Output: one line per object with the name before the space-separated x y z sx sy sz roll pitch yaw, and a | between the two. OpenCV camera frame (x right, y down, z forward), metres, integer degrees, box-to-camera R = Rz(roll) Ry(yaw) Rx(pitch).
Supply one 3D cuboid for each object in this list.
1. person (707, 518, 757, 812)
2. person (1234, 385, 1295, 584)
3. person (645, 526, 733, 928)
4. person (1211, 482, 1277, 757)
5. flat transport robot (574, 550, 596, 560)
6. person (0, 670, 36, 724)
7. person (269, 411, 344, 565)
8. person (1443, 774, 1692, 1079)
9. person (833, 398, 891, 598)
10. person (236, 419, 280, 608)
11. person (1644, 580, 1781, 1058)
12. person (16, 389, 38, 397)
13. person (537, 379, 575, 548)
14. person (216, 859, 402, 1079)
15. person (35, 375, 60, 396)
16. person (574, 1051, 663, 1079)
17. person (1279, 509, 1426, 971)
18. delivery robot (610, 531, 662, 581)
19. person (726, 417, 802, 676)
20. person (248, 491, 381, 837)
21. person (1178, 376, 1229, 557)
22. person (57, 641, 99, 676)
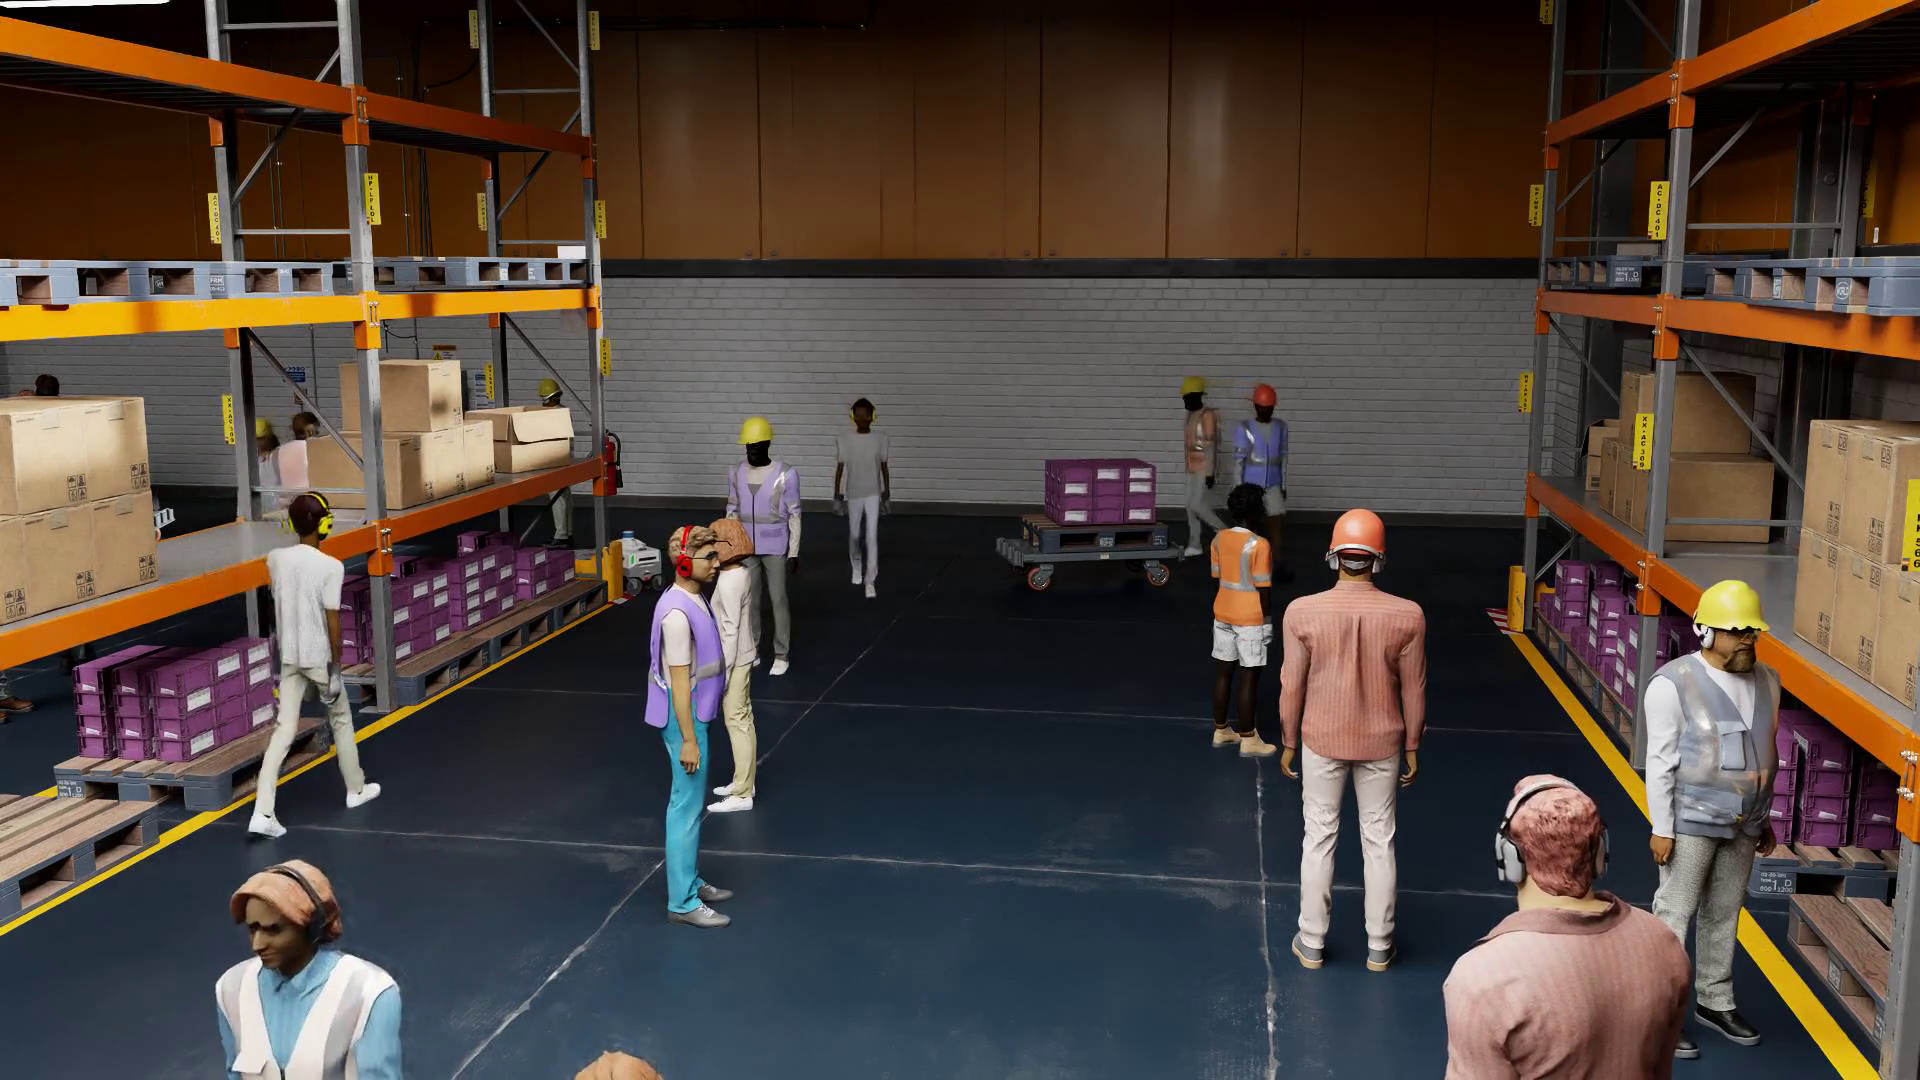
person | -1.274 0.689 9.250 0.281 1.633 0.500 0 9 -1
person | 2.909 -0.517 15.877 0.576 1.893 0.935 -1 9 -9
person | -1.248 0.843 7.646 0.369 1.843 0.574 -1 9 -4
person | 1.754 0.489 10.291 0.318 1.697 0.535 -5 11 -29
flat transport robot | -3.813 0.245 16.177 1.431 0.197 0.652 -2 10 -13
person | -6.484 0.246 11.048 0.372 1.940 0.632 0 9 3
person | -5.420 -0.147 13.823 0.640 1.827 0.506 2 9 13
person | 1.274 1.456 3.691 0.646 1.904 0.401 -5 10 -26
person | -0.913 -0.429 15.551 0.535 1.836 0.934 -1 9 -5
person | -6.099 -0.211 14.610 0.514 1.692 0.896 2 9 11
person | 2.896 1.055 6.381 0.590 1.833 0.404 -3 10 -20
person | -8.565 -0.444 15.400 0.641 1.908 0.407 -7 12 -37
person | -4.390 -0.831 18.029 0.403 1.826 0.595 0 9 3
person | -1.542 1.534 4.136 0.513 1.604 0.796 2 9 9
person | -10.105 -0.919 18.531 0.429 1.844 0.622 0 9 0
person | -0.616 1.714 3.067 0.521 1.592 0.780 -1 9 -6
person | 1.668 0.857 7.104 0.612 1.995 0.382 1 9 8
delivery robot | -3.093 0.159 15.546 0.477 0.478 0.707 -8 12 -40
person | -1.465 0.050 12.290 0.594 1.924 0.383 3 10 20
person | -3.524 0.652 8.936 0.537 1.824 0.985 2 9 13
person | 2.511 -0.757 17.312 0.529 1.907 0.617 -3 10 -19
person | -6.658 0.051 12.320 0.542 1.921 0.419 -4 10 -22
